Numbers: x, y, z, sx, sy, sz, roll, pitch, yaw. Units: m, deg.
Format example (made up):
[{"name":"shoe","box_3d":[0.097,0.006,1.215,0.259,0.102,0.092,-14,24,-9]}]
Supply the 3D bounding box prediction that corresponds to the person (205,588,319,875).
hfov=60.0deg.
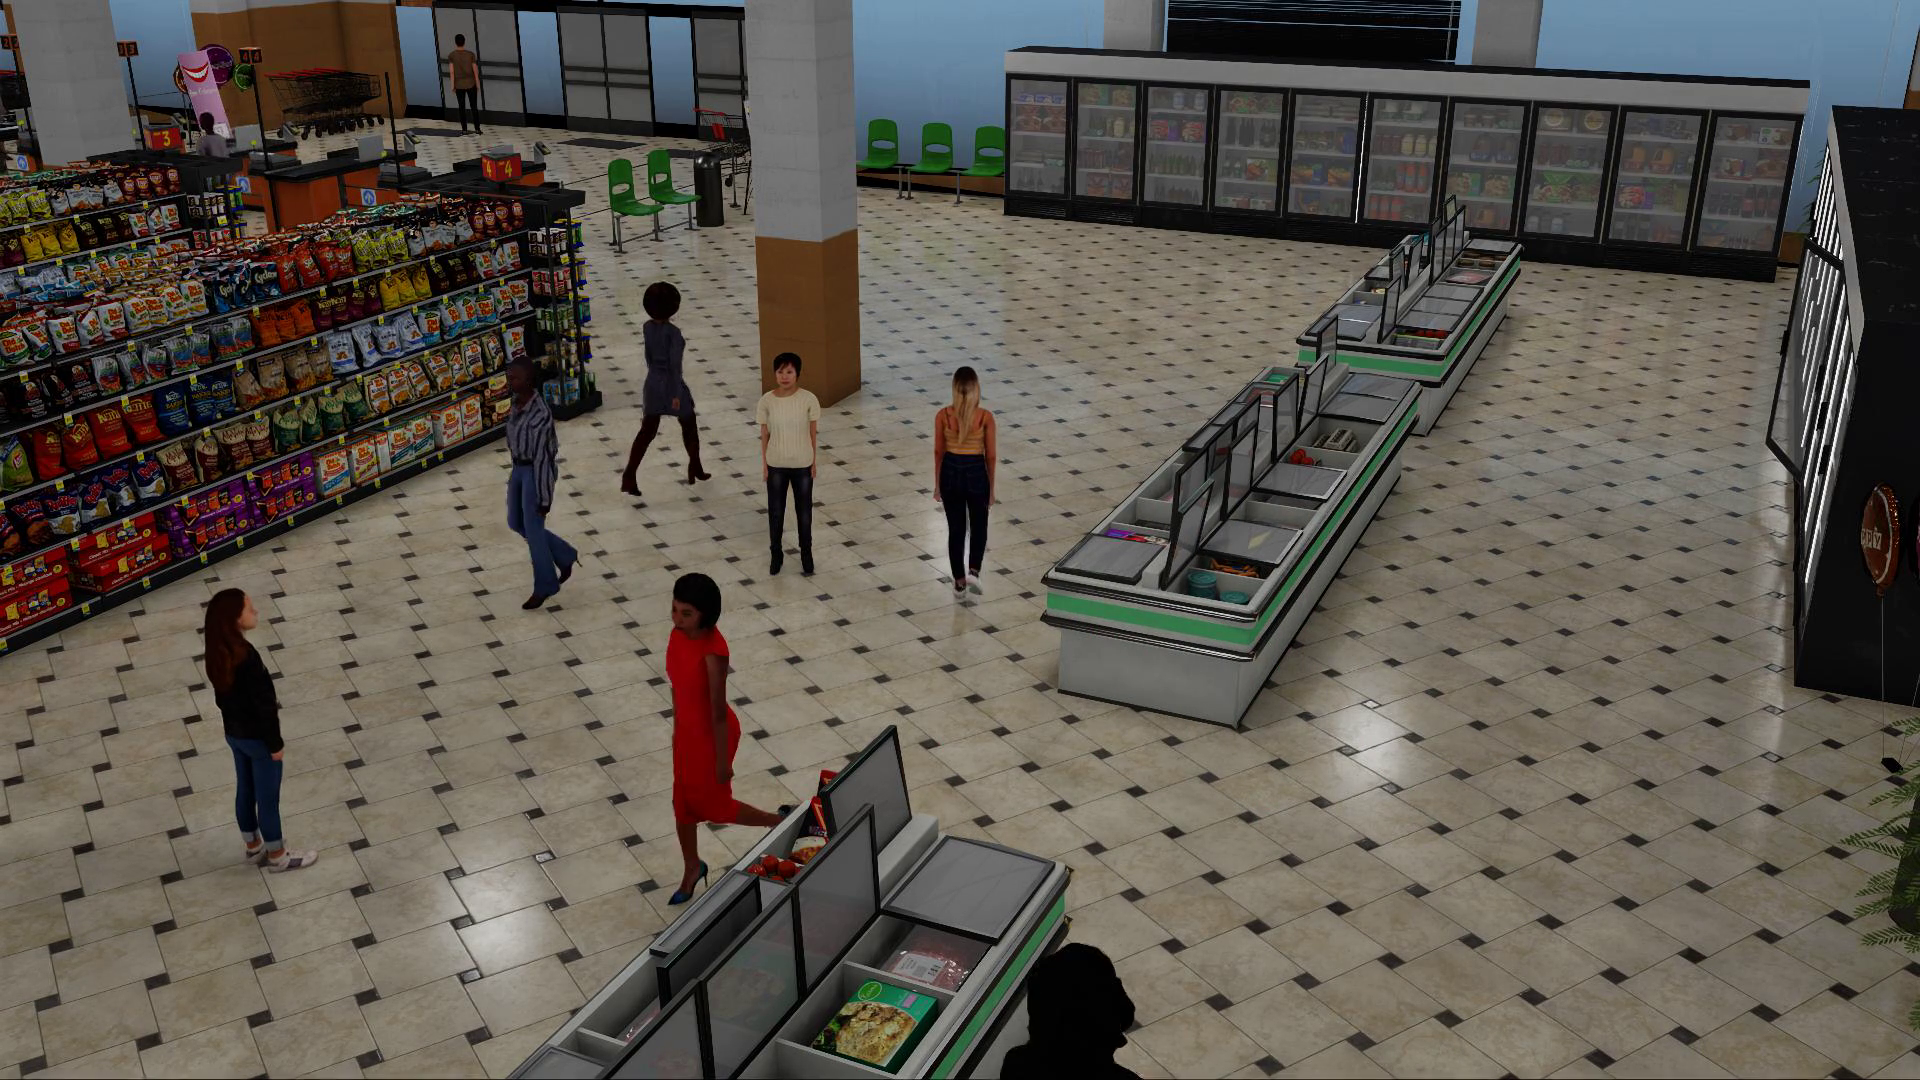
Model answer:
[{"name":"person","box_3d":[-3.464,0.930,8.122,0.597,1.482,0.553,15,26,33]}]

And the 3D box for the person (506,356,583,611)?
[{"name":"person","box_3d":[-2.723,-0.381,10.997,0.846,1.771,0.808,-14,26,-31]}]

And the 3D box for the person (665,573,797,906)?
[{"name":"person","box_3d":[-1.106,0.935,7.784,1.026,1.724,0.868,-14,26,-31]}]

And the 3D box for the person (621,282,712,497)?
[{"name":"person","box_3d":[-2.370,-1.066,12.996,0.722,1.552,1.146,15,26,32]}]

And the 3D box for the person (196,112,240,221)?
[{"name":"person","box_3d":[-9.594,-4.628,21.624,0.803,1.729,1.118,7,23,16]}]

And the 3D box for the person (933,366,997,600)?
[{"name":"person","box_3d":[0.028,-0.336,11.092,0.729,1.618,0.835,1,22,2]}]

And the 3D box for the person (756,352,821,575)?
[{"name":"person","box_3d":[-1.193,-0.537,11.632,0.657,1.588,0.646,-2,22,-4]}]

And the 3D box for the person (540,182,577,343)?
[{"name":"person","box_3d":[-4.242,-2.898,17.396,0.736,1.672,0.681,15,26,32]}]

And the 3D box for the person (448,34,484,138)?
[{"name":"person","box_3d":[-9.263,-8.515,31.133,0.745,1.851,0.785,-6,23,-14]}]

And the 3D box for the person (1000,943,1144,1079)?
[{"name":"person","box_3d":[0.313,2.047,4.883,0.659,1.825,0.658,10,24,23]}]
